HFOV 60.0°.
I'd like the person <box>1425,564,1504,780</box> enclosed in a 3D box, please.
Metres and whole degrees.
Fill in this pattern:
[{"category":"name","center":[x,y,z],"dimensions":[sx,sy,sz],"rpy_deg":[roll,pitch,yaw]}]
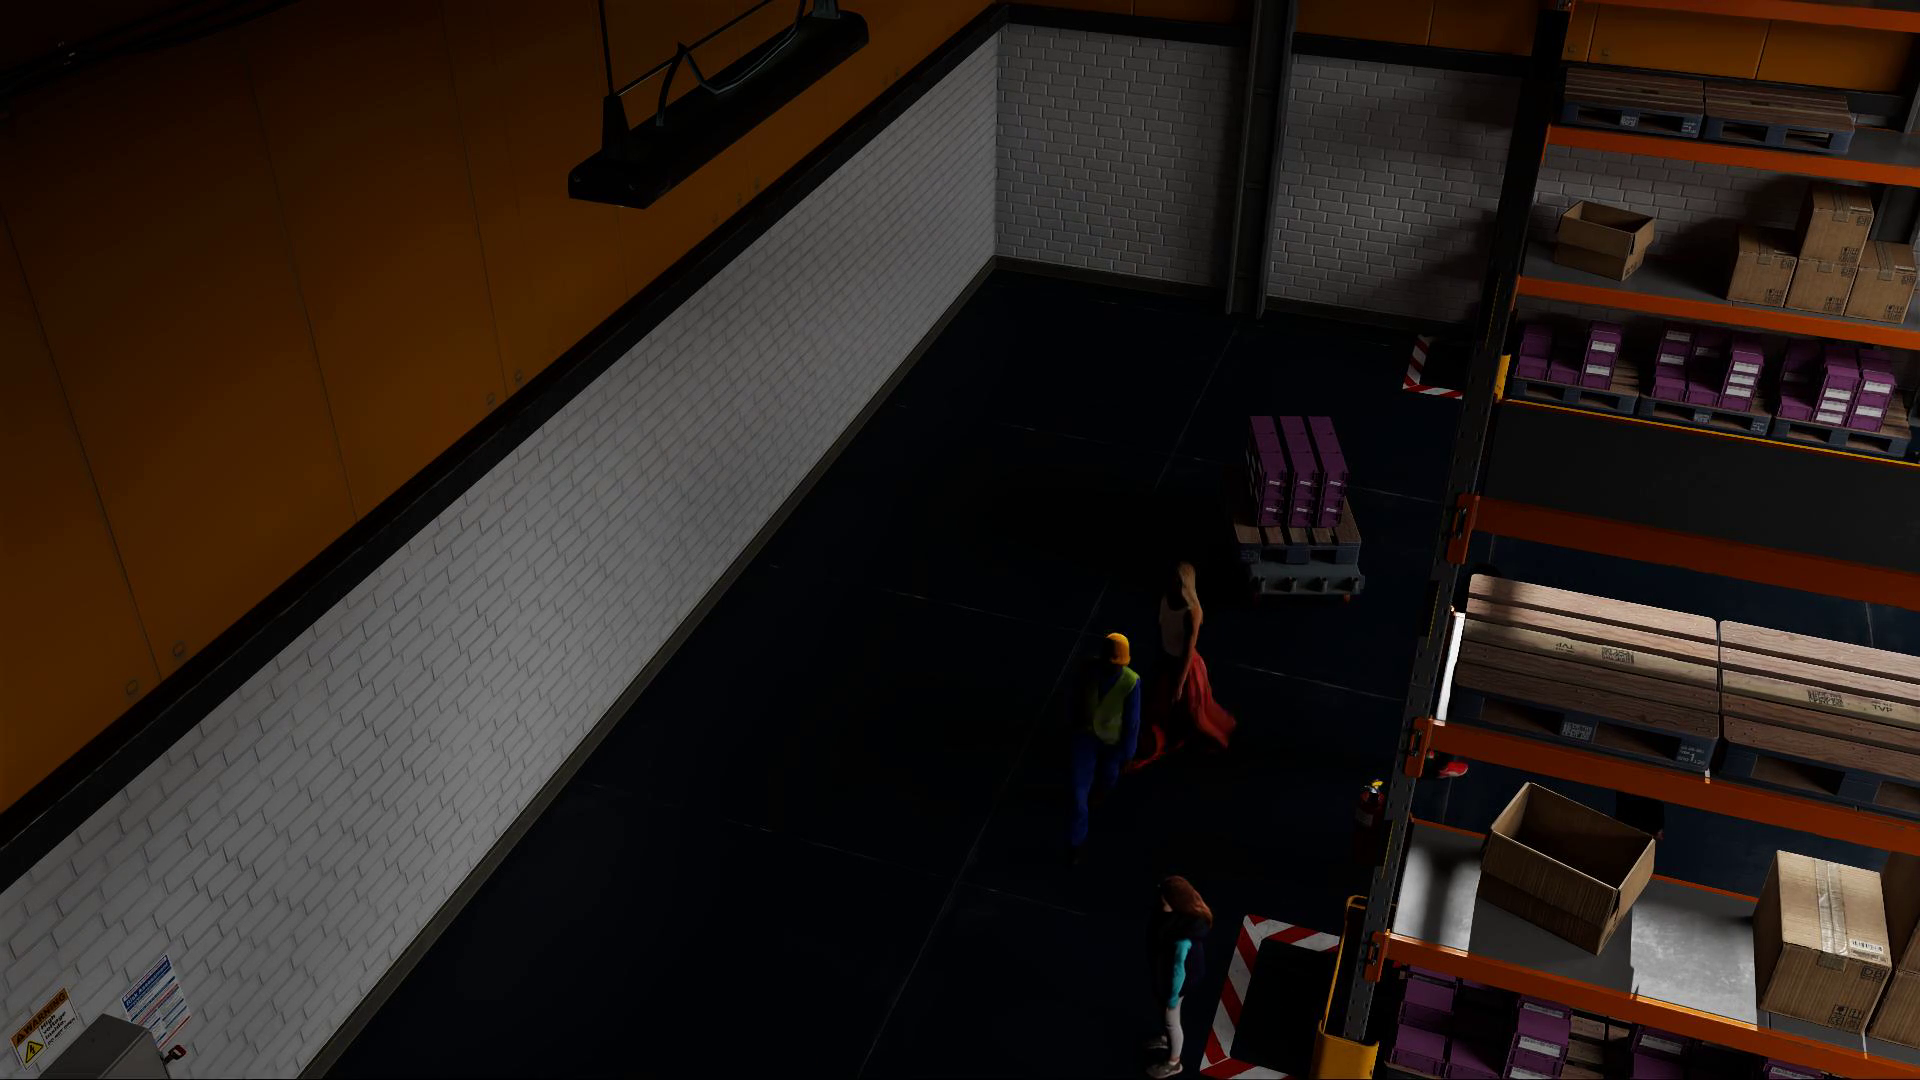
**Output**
[{"category":"person","center":[3.404,0.938,11.540],"dimensions":[0.894,1.803,0.838],"rpy_deg":[-13,36,-19]}]

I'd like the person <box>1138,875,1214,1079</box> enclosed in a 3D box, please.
[{"category":"person","center":[1.215,2.463,9.518],"dimensions":[0.679,1.501,0.652],"rpy_deg":[-1,34,-2]}]

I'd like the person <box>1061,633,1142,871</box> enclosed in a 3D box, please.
[{"category":"person","center":[0.977,1.259,11.097],"dimensions":[1.145,1.758,0.779],"rpy_deg":[15,36,21]}]

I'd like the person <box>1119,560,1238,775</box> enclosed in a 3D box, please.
[{"category":"person","center":[1.617,0.900,11.637],"dimensions":[1.211,1.758,1.186],"rpy_deg":[-16,37,-23]}]
